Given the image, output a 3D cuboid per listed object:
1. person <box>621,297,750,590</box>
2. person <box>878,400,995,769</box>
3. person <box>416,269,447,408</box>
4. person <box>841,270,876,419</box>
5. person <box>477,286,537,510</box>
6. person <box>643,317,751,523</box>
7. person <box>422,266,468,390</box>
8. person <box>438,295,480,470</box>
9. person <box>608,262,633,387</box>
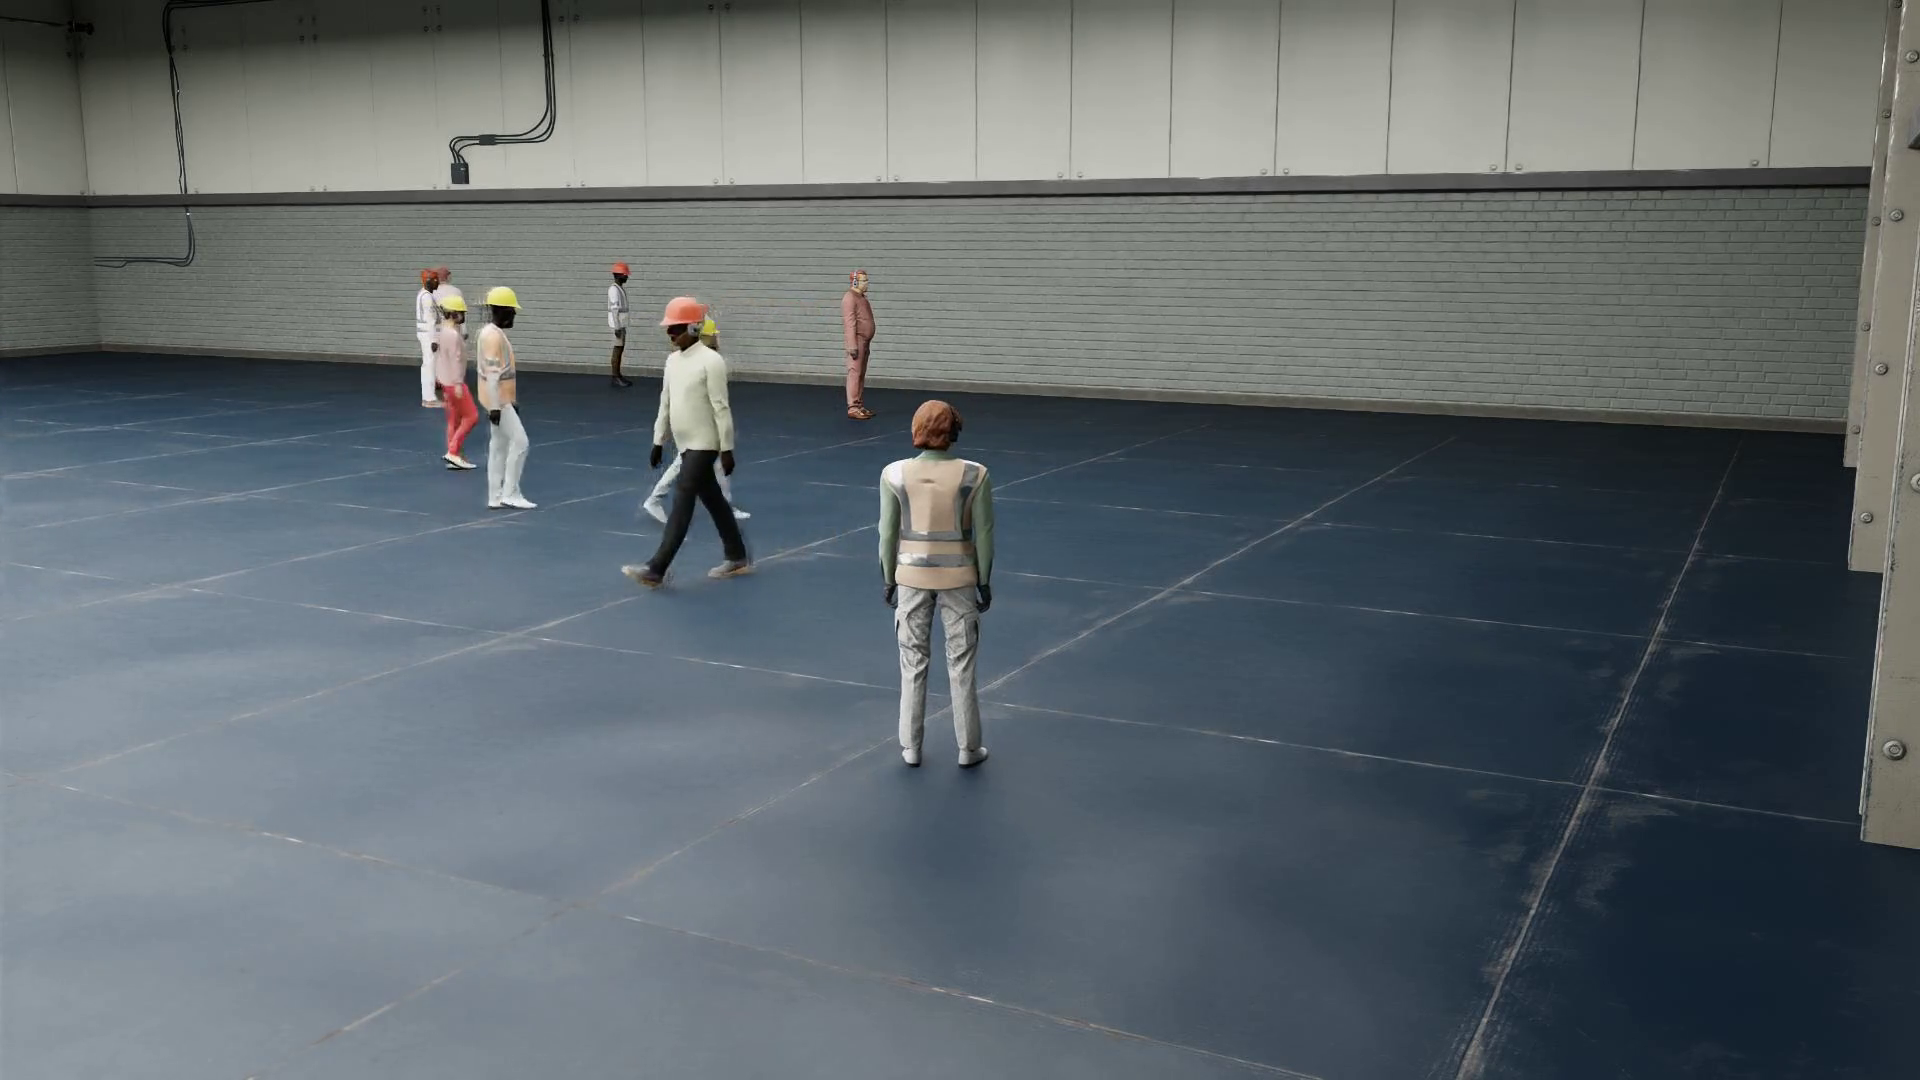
[{"bbox_3d":[-1.849,-0.651,11.164,1.037,1.933,0.652,-8,13,-37],"label":"person"},{"bbox_3d":[-0.104,0.201,7.341,0.515,1.639,0.315,2,11,9],"label":"person"},{"bbox_3d":[-7.270,-2.760,22.820,0.337,1.882,0.583,-5,11,-25],"label":"person"},{"bbox_3d":[-1.290,-2.515,21.428,0.408,1.908,0.641,2,11,10],"label":"person"},{"bbox_3d":[-3.838,-1.203,14.231,0.549,1.911,0.623,-3,11,-14],"label":"person"},{"bbox_3d":[-2.179,-0.980,13.596,0.859,1.710,0.485,-6,12,-31],"label":"person"},{"bbox_3d":[-7.701,-3.150,24.936,0.669,1.886,0.517,0,10,-2],"label":"person"},{"bbox_3d":[-5.020,-1.562,16.609,0.353,1.752,0.554,-5,12,-26],"label":"person"},{"bbox_3d":[-5.277,-3.351,25.906,0.377,1.932,0.552,0,10,-3],"label":"person"}]
